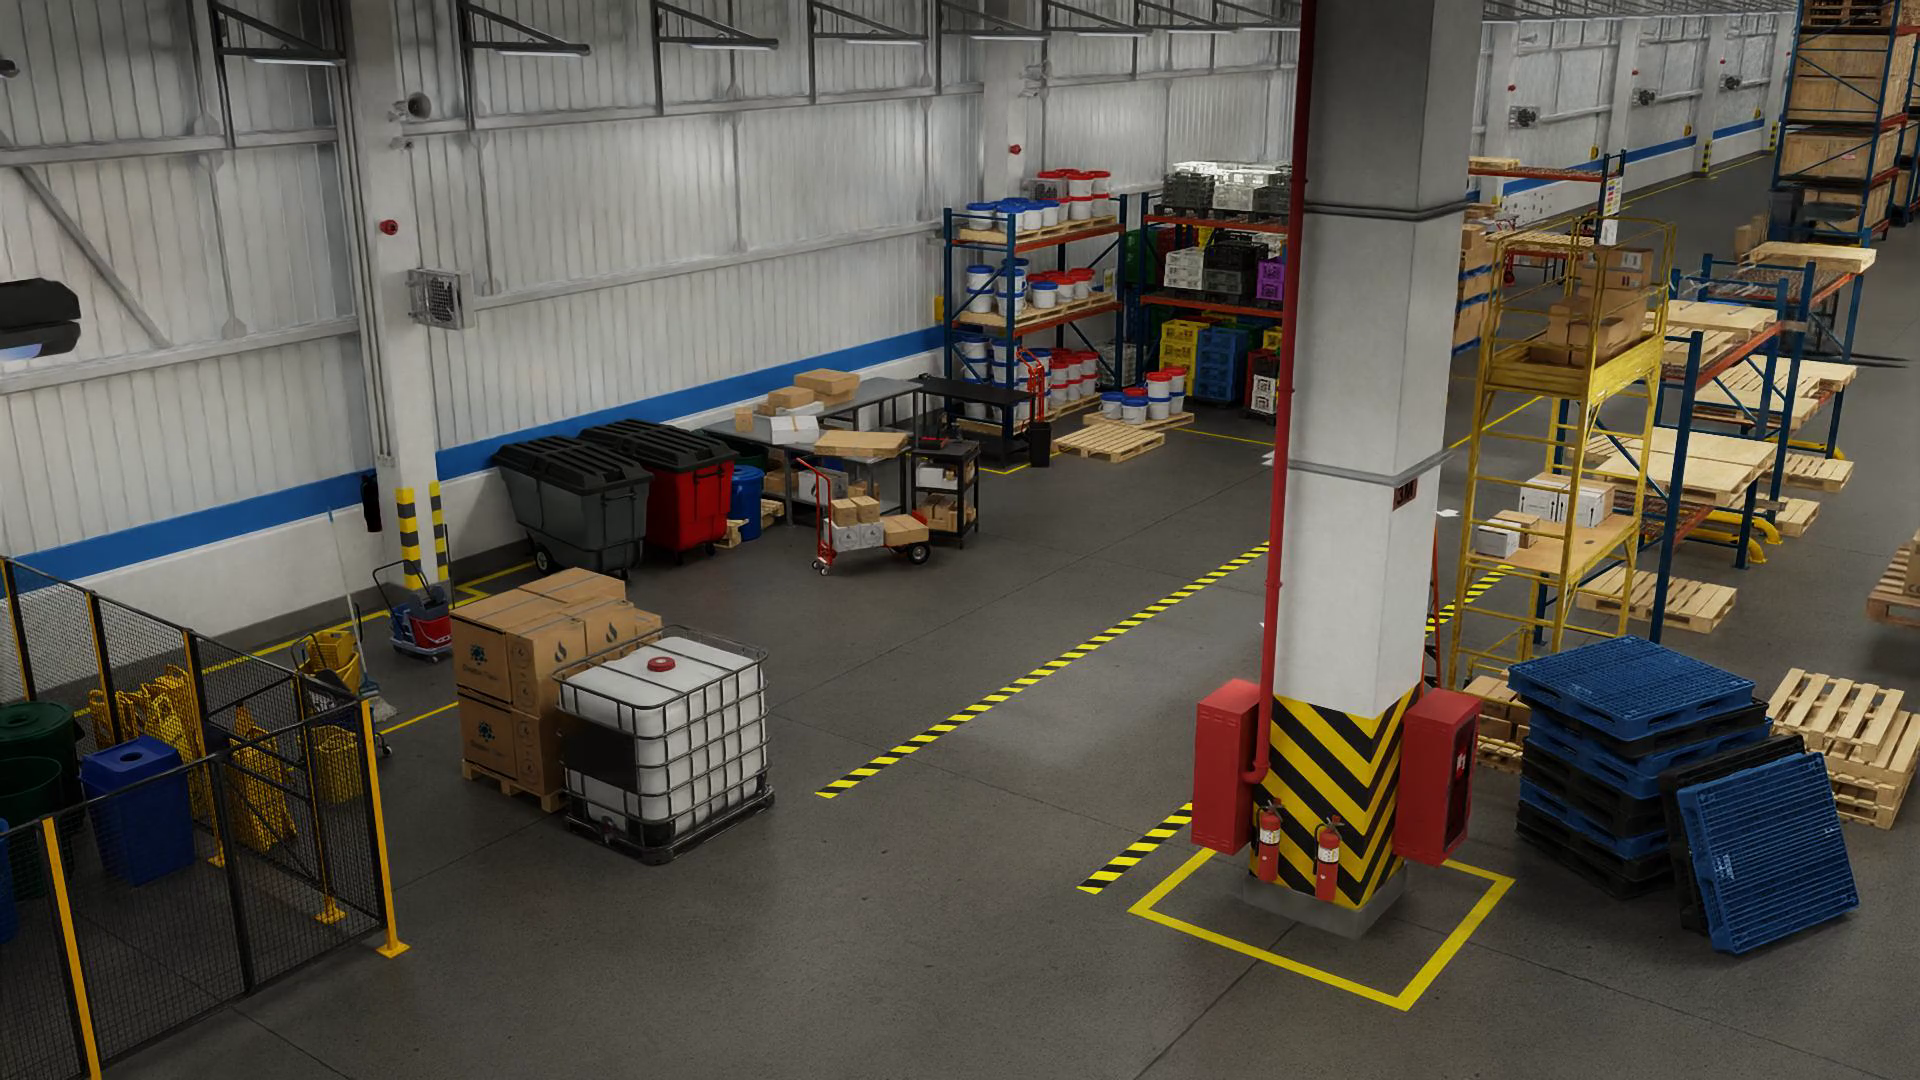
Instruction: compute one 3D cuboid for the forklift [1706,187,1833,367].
[{"bbox_3d":[12.818,-4.099,26.164,1.873,2.768,1.129,13,22,34],"label":"forklift"}]
